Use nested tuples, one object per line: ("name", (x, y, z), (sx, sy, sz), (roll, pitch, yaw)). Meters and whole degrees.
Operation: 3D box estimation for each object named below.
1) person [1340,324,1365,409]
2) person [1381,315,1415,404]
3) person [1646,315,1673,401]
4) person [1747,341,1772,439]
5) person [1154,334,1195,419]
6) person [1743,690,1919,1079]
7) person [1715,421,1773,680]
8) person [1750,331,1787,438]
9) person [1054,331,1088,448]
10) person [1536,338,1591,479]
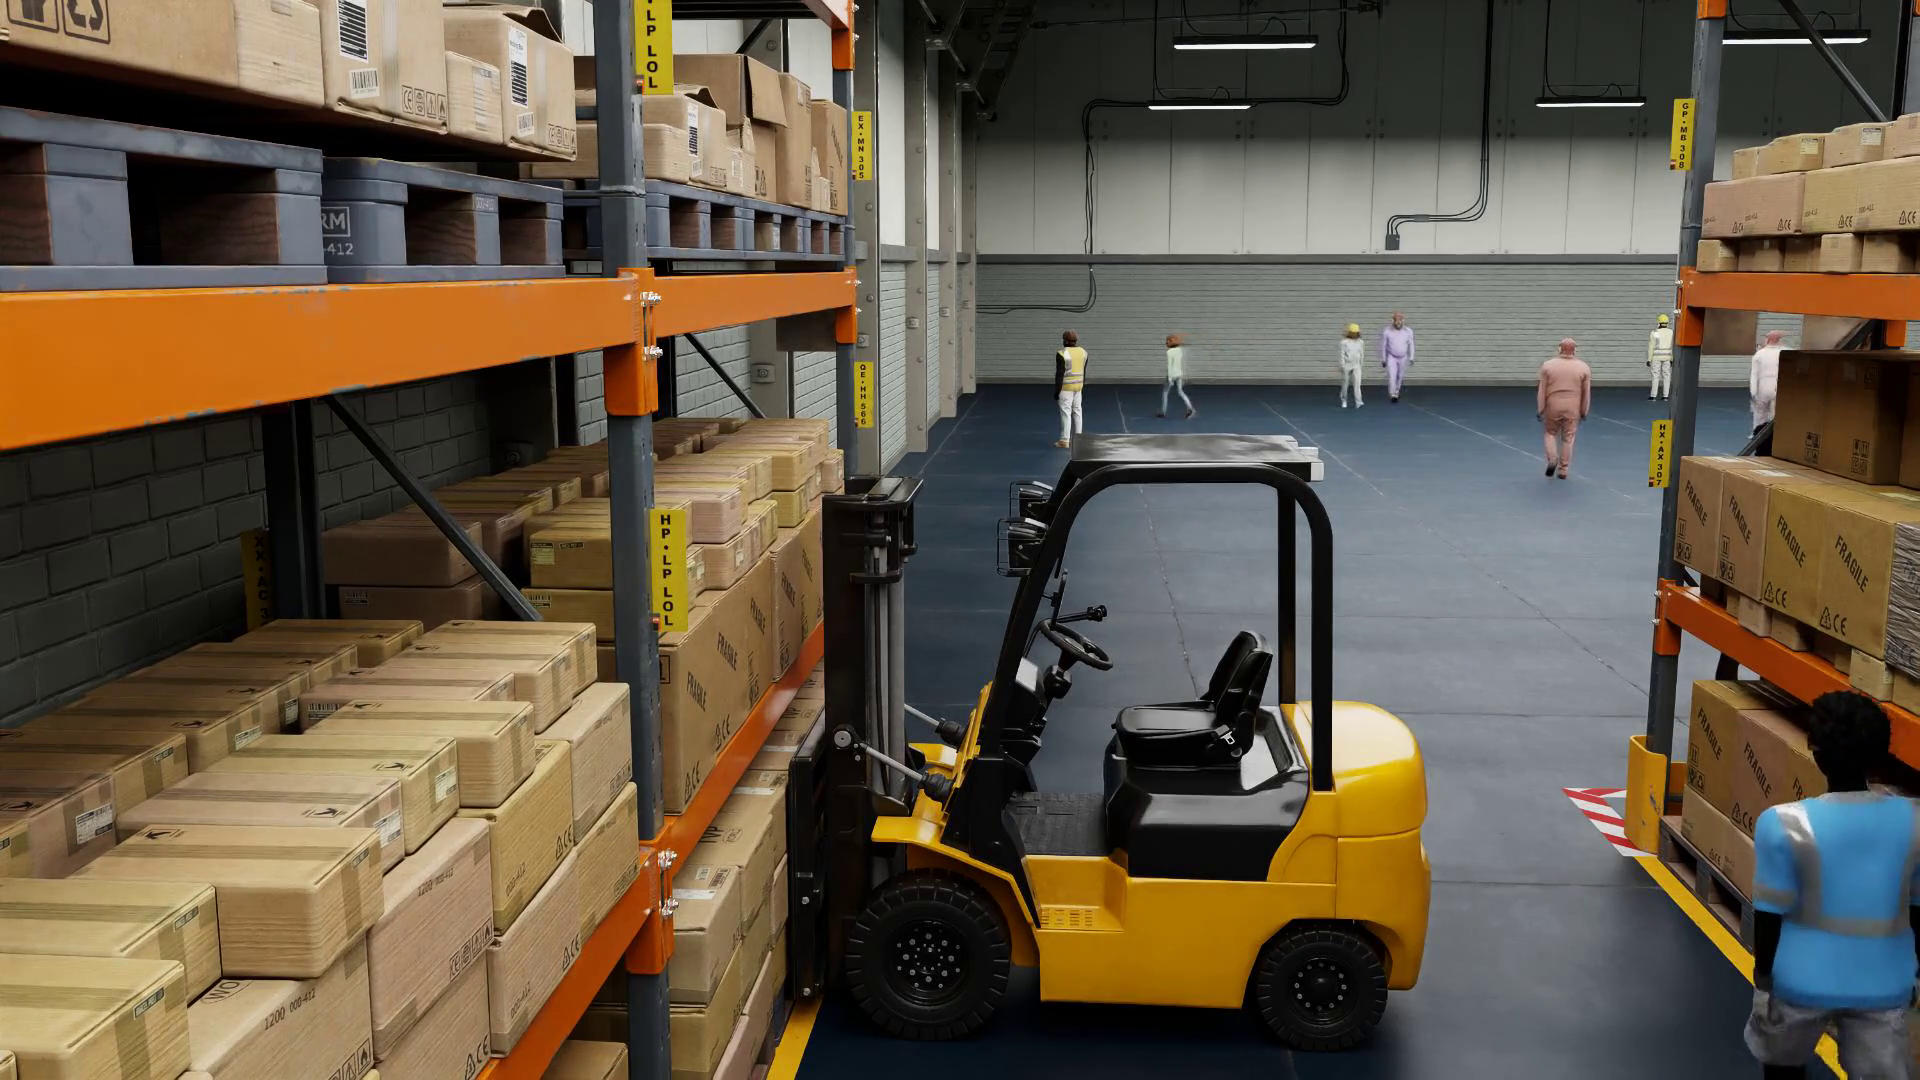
("person", (7.865, -3.468, 33.315), (0.493, 1.692, 0.939), (0, 9, -2))
("person", (9.152, -3.778, 34.746), (0.639, 1.842, 1.041), (0, 9, 1))
("person", (14.814, -3.844, 35.166), (0.602, 1.830, 0.404), (-1, 9, -4))
("person", (13.339, -2.478, 27.536), (0.522, 1.624, 0.520), (-1, 9, -7))
("person", (4.044, -3.061, 31.124), (0.789, 1.602, 0.500), (9, 13, 43))
("person", (2.497, 1.261, 4.688), (0.533, 1.676, 0.681), (1, 9, 7))
("person", (4.702, 0.275, 9.796), (0.371, 1.966, 0.608), (-7, 12, -38))
("person", (12.605, -2.311, 25.835), (0.639, 1.848, 1.019), (3, 10, 18))
("person", (1.719, -2.379, 26.260), (0.625, 1.844, 0.429), (-8, 12, -41))
("person", (8.125, -1.769, 22.402), (0.679, 1.889, 0.468), (3, 10, 17))
